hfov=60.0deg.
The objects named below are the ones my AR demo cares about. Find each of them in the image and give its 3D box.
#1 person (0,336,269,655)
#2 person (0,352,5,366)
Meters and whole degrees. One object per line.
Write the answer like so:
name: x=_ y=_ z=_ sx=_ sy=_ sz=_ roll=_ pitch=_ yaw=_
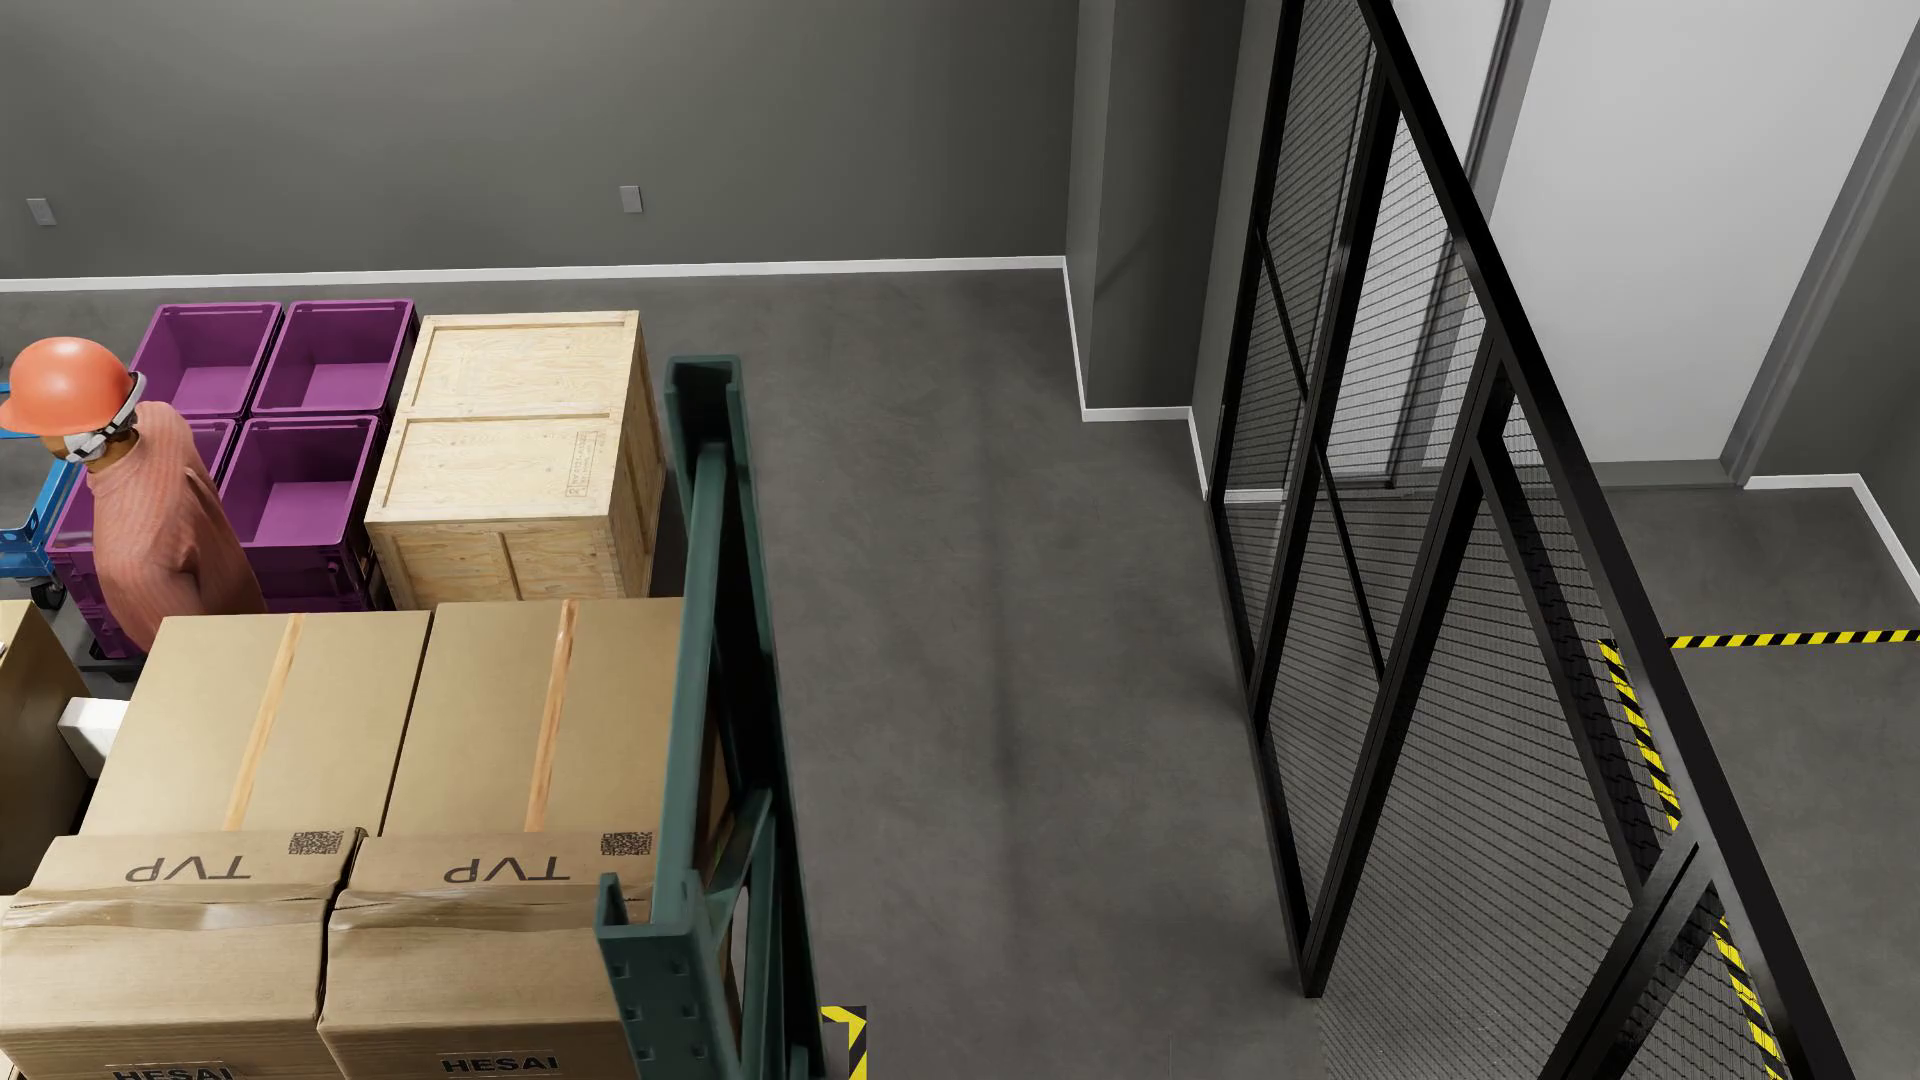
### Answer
person: x=-2.042 y=0.253 z=4.477 sx=0.382 sy=1.995 sz=0.612 roll=-12 pitch=48 yaw=-11
person: x=-4.034 y=-1.278 z=5.977 sx=0.372 sy=1.939 sz=0.629 roll=-2 pitch=46 yaw=-2
